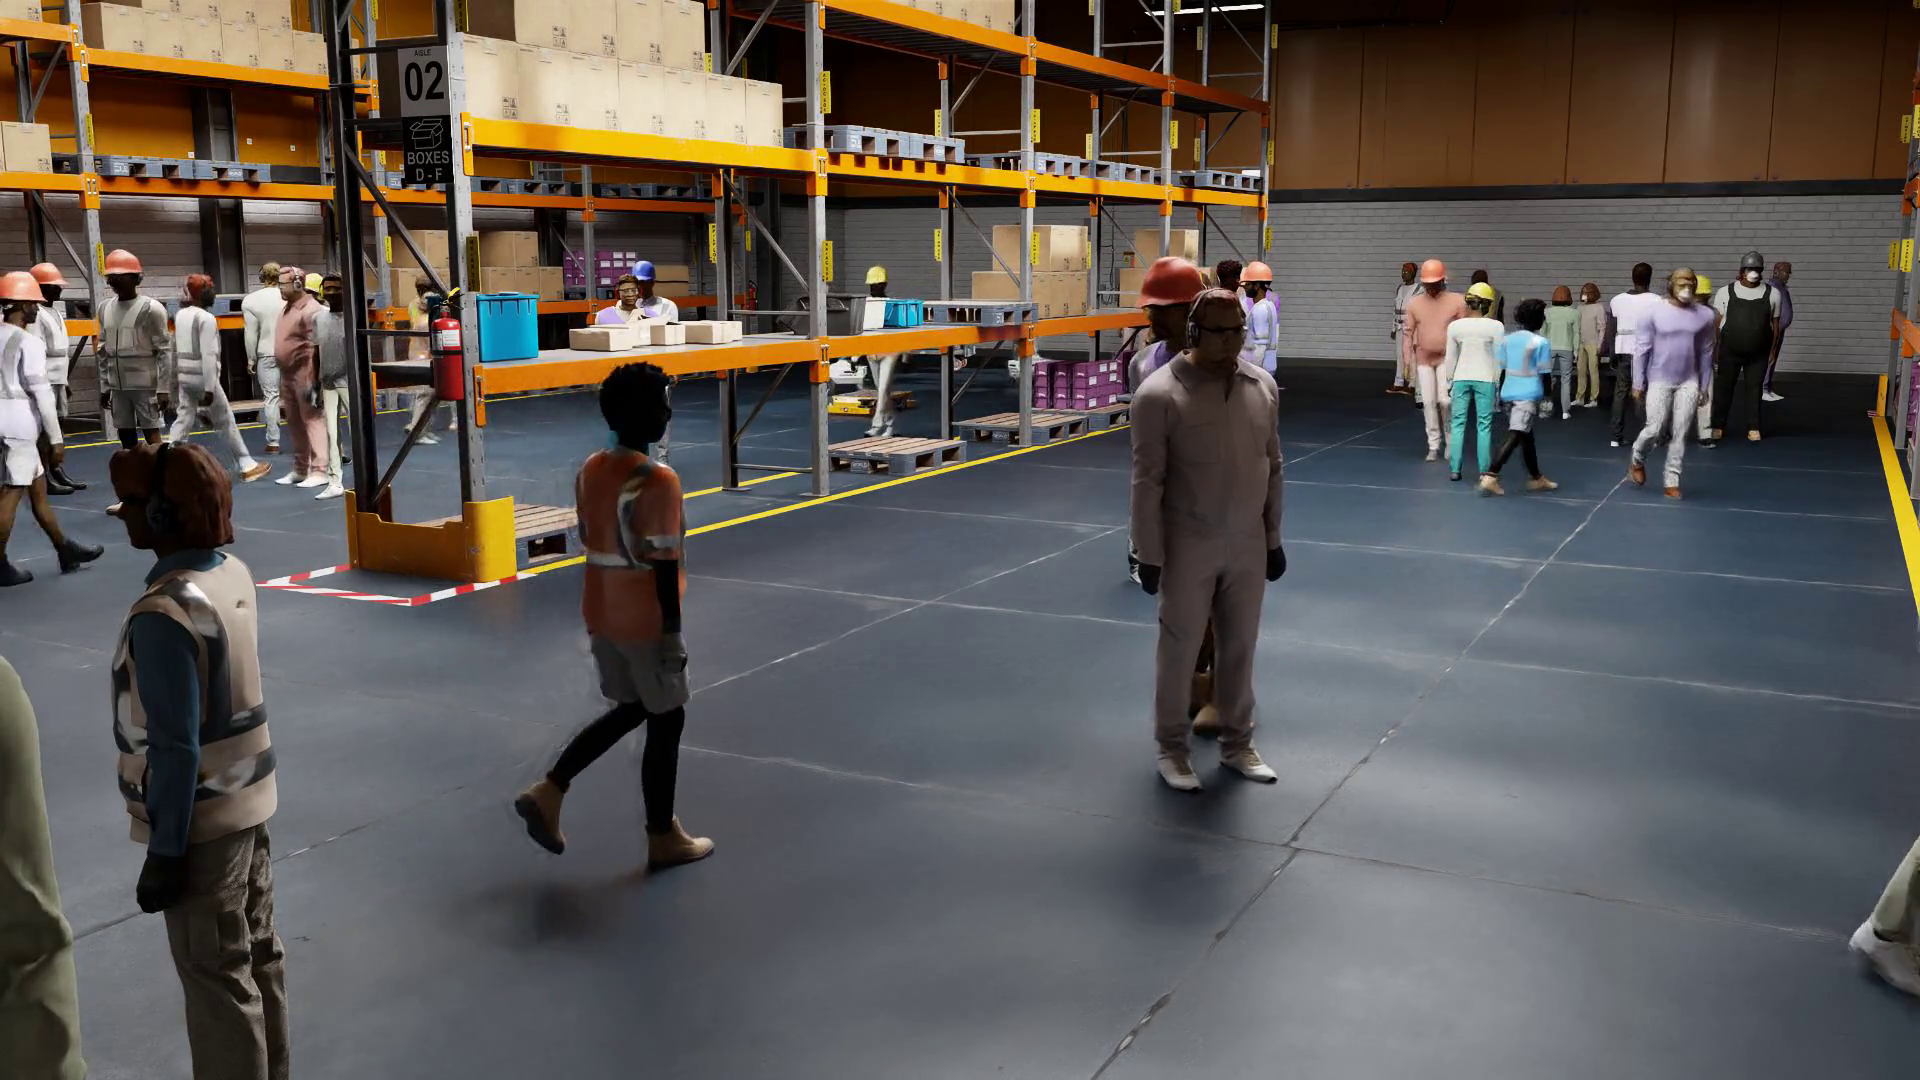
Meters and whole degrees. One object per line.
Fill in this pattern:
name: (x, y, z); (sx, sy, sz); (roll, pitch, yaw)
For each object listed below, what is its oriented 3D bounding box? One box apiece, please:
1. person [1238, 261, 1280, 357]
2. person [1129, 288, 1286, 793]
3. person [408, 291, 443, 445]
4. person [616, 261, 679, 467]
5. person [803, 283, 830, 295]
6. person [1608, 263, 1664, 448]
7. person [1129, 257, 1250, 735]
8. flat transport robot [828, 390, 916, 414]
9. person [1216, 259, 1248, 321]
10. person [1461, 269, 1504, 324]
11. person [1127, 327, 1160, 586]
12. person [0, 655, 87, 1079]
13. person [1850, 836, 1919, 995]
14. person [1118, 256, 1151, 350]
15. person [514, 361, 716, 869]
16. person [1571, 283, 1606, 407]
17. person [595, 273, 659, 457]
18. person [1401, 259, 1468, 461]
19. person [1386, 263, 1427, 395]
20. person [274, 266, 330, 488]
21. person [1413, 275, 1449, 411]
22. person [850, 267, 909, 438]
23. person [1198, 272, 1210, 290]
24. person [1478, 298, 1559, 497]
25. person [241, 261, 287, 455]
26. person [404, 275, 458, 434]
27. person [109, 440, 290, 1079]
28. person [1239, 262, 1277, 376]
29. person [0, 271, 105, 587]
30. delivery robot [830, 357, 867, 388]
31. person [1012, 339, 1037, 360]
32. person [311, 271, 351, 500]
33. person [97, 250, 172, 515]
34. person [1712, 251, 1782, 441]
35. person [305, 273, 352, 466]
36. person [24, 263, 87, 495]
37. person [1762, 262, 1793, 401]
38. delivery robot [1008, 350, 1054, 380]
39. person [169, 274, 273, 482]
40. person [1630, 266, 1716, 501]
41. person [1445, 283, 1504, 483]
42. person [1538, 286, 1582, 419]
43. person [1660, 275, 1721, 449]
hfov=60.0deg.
person: (3.333, -2.184, 18.830); (0.546, 1.934, 0.376); (0, 10, -1)
person: (0.952, 0.005, 6.283); (0.654, 1.896, 0.400); (-5, 11, -25)
person: (-5.597, -1.798, 17.485); (0.454, 1.612, 0.537); (-5, 11, -25)
person: (-2.908, -1.610, 15.462); (0.605, 1.949, 0.399); (-1, 10, -3)
person: (-2.355, -3.599, 27.328); (0.511, 1.834, 0.441); (4, 10, 20)
person: (7.034, -1.913, 17.307); (0.409, 1.916, 0.611); (-8, 13, -38)
person: (0.956, -0.173, 7.004); (0.566, 2.010, 0.625); (-9, 13, -41)
flat transport robot: (-1.144, -1.768, 21.231); (0.652, 0.197, 1.431); (4, 11, 22)
person: (2.470, -1.639, 15.576); (0.365, 1.964, 0.610); (-7, 12, -37)
person: (7.181, -2.826, 22.936); (0.631, 1.819, 0.797); (1, 10, 7)
person: (1.255, -0.591, 10.154); (0.493, 1.742, 0.322); (-7, 12, -36)
person: (-1.293, 0.725, 1.812); (0.623, 1.992, 0.397); (-1, 10, -4)
person: (2.798, 0.335, 4.528); (0.512, 1.863, 0.580); (8, 13, 40)
person: (2.584, -3.128, 24.117); (0.612, 1.995, 0.393); (1, 10, 4)
person: (-1.114, 0.269, 5.368); (0.556, 1.684, 0.540); (-8, 12, -38)
person: (8.250, -2.558, 21.864); (0.267, 1.631, 0.507); (-4, 11, -23)
person: (-2.823, -1.341, 14.196); (0.563, 1.847, 0.388); (-5, 11, -27)
person: (4.603, -1.728, 16.109); (0.633, 1.959, 0.504); (6, 11, 29)
person: (6.413, -3.027, 23.862); (0.355, 1.882, 0.575); (-6, 11, -31)
person: (-5.725, -1.409, 14.428); (0.661, 1.906, 0.403); (9, 13, 42)
person: (6.096, -2.578, 21.387); (0.600, 1.836, 0.404); (-3, 10, -18)
person: (-0.877, -1.994, 17.910); (0.610, 1.866, 0.999); (5, 11, 26)
person: (1.962, -1.316, 13.978); (0.328, 1.876, 0.514); (-1, 10, -3)
person: (4.683, -1.187, 13.867); (0.880, 1.654, 0.543); (-3, 10, -19)
person: (-6.850, -1.821, 16.710); (0.627, 1.940, 0.371); (-6, 11, -31)
person: (-5.893, -2.073, 18.674); (0.647, 1.782, 0.978); (2, 10, 14)
person: (-1.614, 0.602, 3.552); (0.308, 1.641, 0.514); (-2, 10, -10)
person: (2.660, -1.516, 14.953); (0.358, 1.938, 0.542); (3, 10, 16)
person: (-5.687, -0.690, 10.259); (0.575, 1.899, 0.917); (6, 12, 32)
delivery robot: (-1.669, -2.370, 23.621); (0.707, 0.478, 0.477); (0, 10, 0)
person: (1.061, -3.692, 27.673); (0.595, 1.904, 0.812); (-3, 10, -17)
person: (-5.073, -1.253, 13.605); (0.532, 1.876, 0.319); (2, 10, 9)
person: (-6.360, -1.193, 12.770); (0.615, 2.042, 0.378); (3, 10, 15)
person: (8.474, -2.085, 17.943); (0.682, 2.000, 0.537); (3, 10, 19)
person: (-6.073, -1.597, 15.733); (0.600, 1.827, 0.403); (1, 10, 4)
person: (-7.634, -1.351, 13.992); (0.373, 1.939, 0.545); (-1, 10, -5)
person: (11.214, -2.863, 22.861); (0.400, 1.902, 0.643); (8, 12, 38)
delivery robot: (1.079, -2.608, 24.999); (0.707, 0.478, 0.477); (-6, 11, -31)
person: (-6.535, -1.373, 14.427); (0.594, 1.832, 0.982); (6, 12, 33)
person: (5.864, -1.298, 13.755); (0.637, 1.920, 0.592); (1, 10, 4)
person: (4.550, -1.382, 14.689); (0.523, 1.762, 0.329); (7, 12, 35)
person: (7.334, -2.296, 20.382); (0.498, 1.626, 0.288); (5, 11, 27)
person: (7.658, -1.874, 17.425); (0.599, 1.797, 0.833); (-1, 10, -7)
